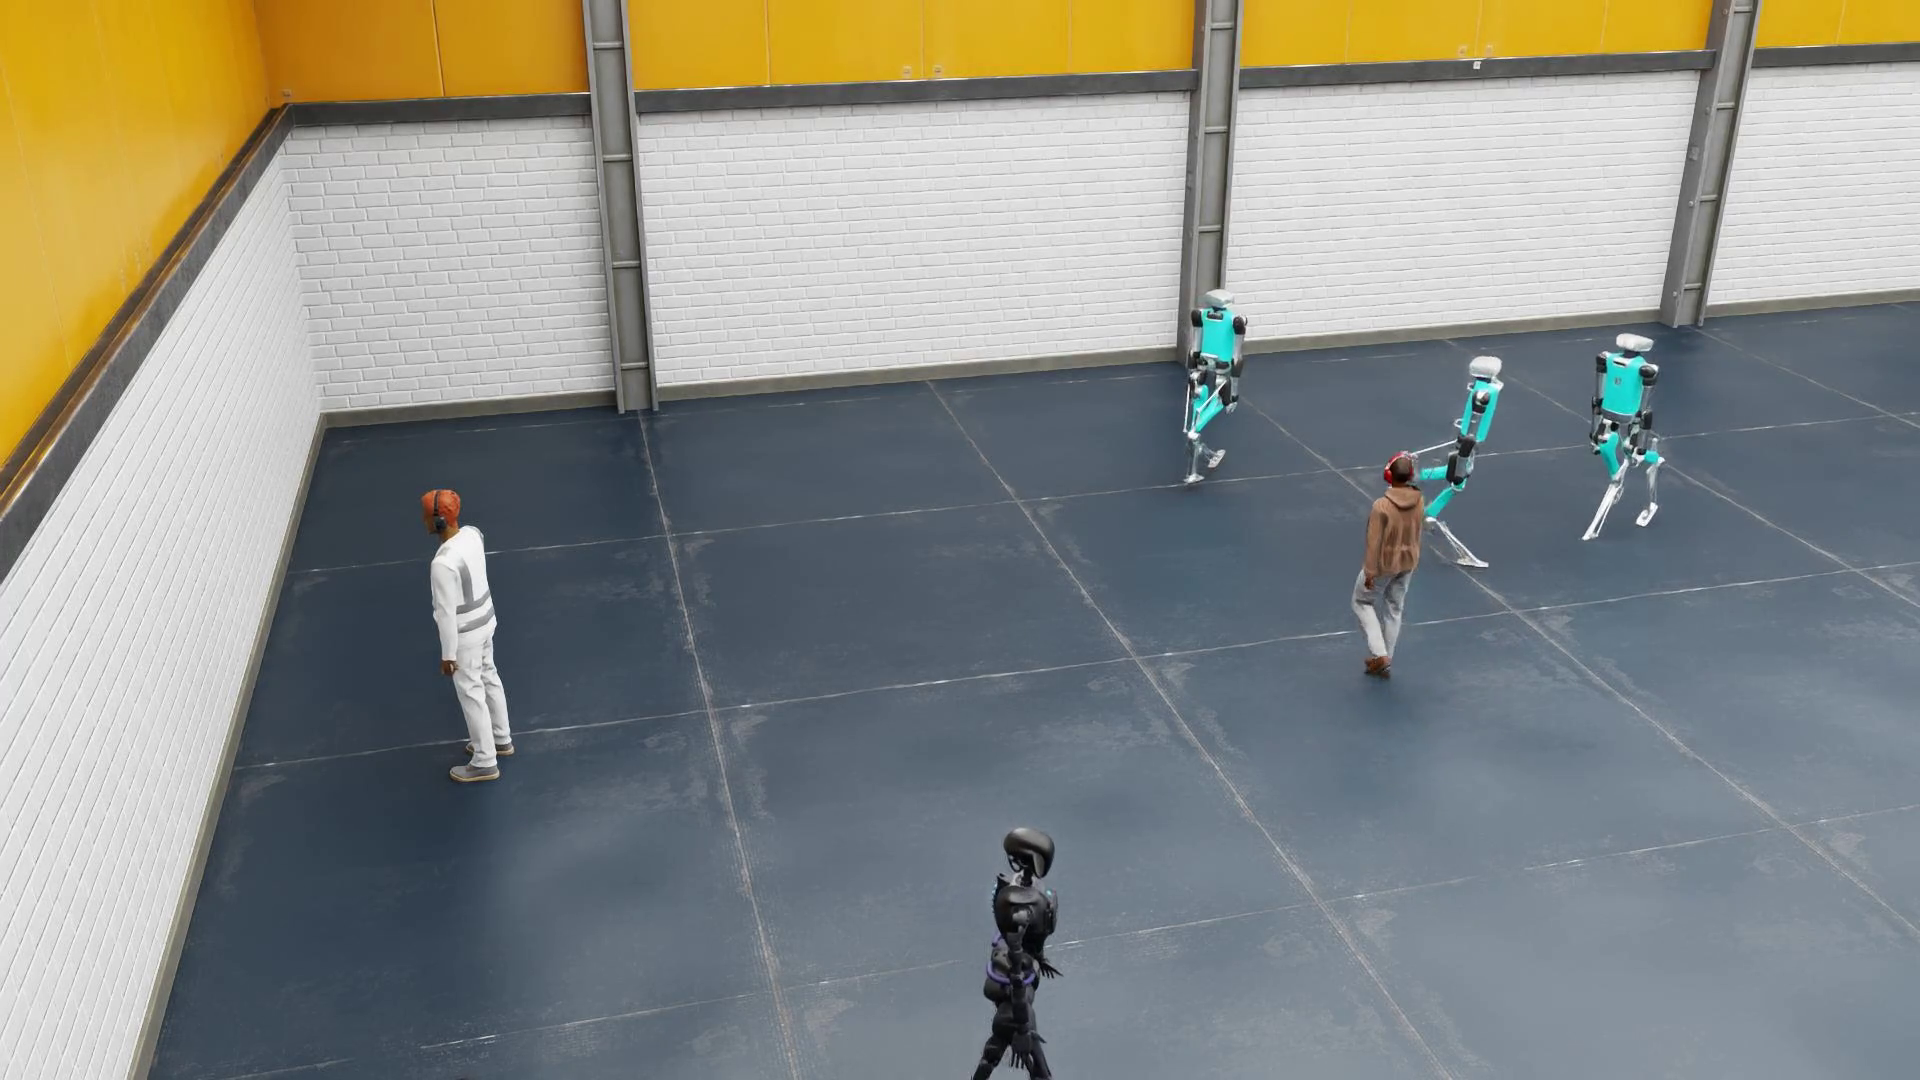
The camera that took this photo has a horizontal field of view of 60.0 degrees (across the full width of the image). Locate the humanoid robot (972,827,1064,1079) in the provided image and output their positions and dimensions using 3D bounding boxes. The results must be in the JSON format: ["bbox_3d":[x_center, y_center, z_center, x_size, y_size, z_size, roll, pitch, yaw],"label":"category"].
[{"bbox_3d":[0.300,1.940,7.255,0.755,1.630,0.597,4,24,8],"label":"humanoid robot"}]

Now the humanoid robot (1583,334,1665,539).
[{"bbox_3d":[5.520,-0.853,13.546,1.017,1.788,0.533,-15,28,-31],"label":"humanoid robot"}]

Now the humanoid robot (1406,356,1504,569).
[{"bbox_3d":[3.675,-0.610,13.002,1.017,1.778,0.534,11,26,23],"label":"humanoid robot"}]

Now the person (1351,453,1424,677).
[{"bbox_3d":[2.902,0.181,11.246,0.463,1.640,0.391,-8,25,-17],"label":"person"}]

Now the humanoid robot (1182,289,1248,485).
[{"bbox_3d":[2.106,-1.269,14.423,0.547,1.731,1.015,19,30,36],"label":"humanoid robot"}]

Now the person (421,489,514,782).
[{"bbox_3d":[-2.996,0.568,10.085,0.349,1.877,0.571,2,24,4],"label":"person"}]

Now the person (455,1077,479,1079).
[{"bbox_3d":[-1.589,2.557,5.695,0.378,1.768,0.466,-9,25,-19],"label":"person"}]
